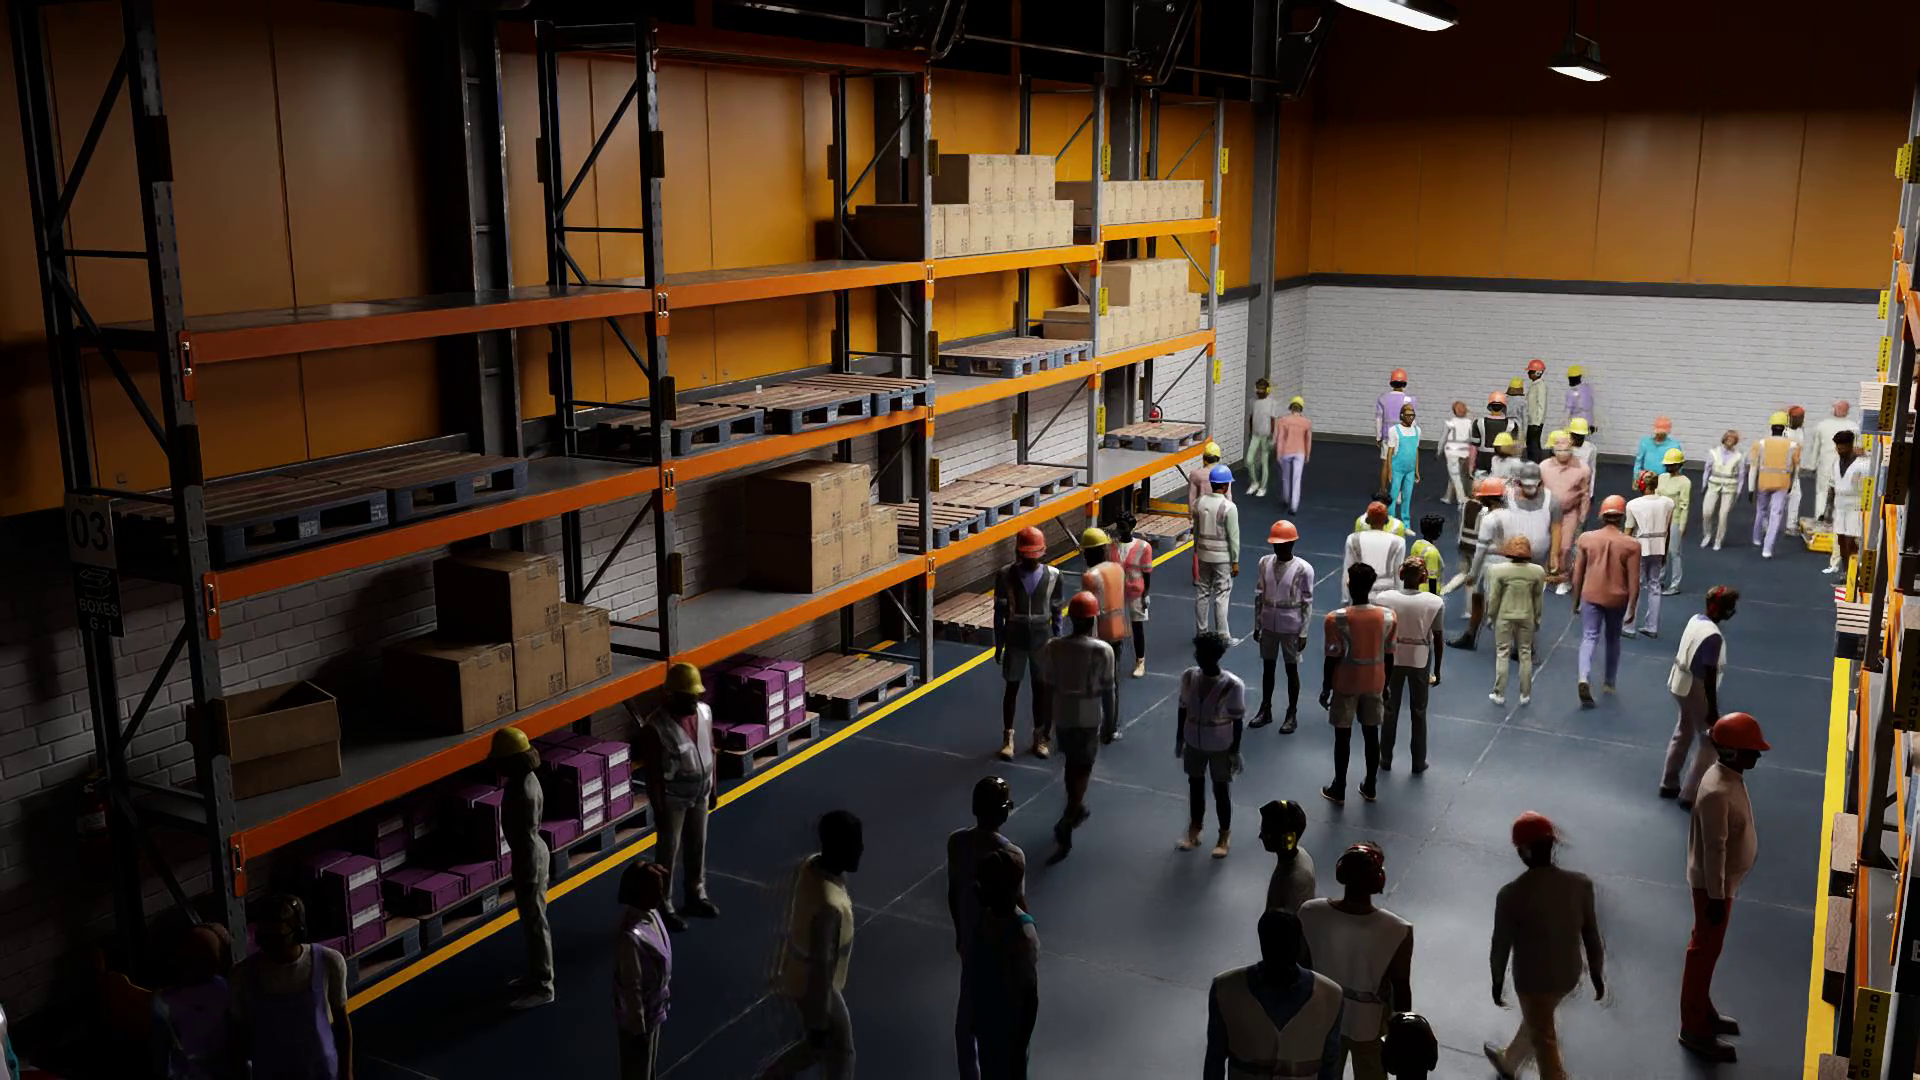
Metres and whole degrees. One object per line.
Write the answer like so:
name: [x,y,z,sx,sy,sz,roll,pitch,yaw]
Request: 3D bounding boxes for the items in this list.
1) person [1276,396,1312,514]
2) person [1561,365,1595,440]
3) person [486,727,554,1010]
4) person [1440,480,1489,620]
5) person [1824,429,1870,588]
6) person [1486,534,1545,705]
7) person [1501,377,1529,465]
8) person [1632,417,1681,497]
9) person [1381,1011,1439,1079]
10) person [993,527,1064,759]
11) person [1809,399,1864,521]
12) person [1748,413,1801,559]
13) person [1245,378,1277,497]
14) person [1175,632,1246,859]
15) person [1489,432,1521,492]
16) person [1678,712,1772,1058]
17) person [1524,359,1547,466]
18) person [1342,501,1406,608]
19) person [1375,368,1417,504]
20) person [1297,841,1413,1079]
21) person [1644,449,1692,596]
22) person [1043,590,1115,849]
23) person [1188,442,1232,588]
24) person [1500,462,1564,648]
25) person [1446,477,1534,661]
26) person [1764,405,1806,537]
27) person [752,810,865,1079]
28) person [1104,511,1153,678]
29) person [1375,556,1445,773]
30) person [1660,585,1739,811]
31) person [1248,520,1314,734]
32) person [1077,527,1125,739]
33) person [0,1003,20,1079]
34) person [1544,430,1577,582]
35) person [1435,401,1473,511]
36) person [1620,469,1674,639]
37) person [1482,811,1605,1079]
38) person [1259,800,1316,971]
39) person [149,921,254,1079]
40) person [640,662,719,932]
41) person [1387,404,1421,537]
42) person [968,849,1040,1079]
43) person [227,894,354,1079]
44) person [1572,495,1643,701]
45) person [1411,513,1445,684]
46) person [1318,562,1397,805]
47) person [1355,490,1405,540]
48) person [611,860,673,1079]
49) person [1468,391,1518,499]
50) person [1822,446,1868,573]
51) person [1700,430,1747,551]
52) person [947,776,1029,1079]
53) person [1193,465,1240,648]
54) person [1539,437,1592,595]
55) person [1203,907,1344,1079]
person: [4.919,-1.254,24.517,0.531,1.684,0.975,1,13,5]
person: [9.925,-1.884,26.857,0.623,1.895,0.646,-9,15,-35]
person: [-2.650,1.957,10.049,0.324,1.729,0.494,-5,14,-22]
person: [5.667,0.117,18.517,0.541,1.618,0.541,-4,13,-19]
person: [10.677,-0.368,19.991,0.527,1.933,0.659,-3,13,-14]
person: [5.225,0.748,15.678,0.504,1.632,0.270,1,13,6]
person: [8.795,-1.715,26.458,0.484,1.745,0.307,10,16,37]
person: [9.479,-0.843,22.632,0.558,1.707,0.828,12,17,43]
person: [1.726,2.704,6.470,0.503,1.839,0.349,-1,13,-4]
person: [0.585,0.878,14.195,0.605,2.034,0.397,-1,13,-3]
person: [12.092,-1.007,22.996,0.644,1.879,0.748,7,14,28]
person: [10.627,-0.730,21.749,0.584,1.863,1.003,6,14,27]
person: [4.621,-1.571,25.570,0.504,1.849,0.465,8,15,33]
person: [1.839,1.498,12.200,0.591,1.695,0.321,10,16,37]
person: [7.008,-0.543,21.285,0.750,1.711,0.512,-5,14,-22]
person: [4.353,1.941,9.523,0.378,1.995,0.612,7,14,28]
person: [9.223,-1.910,26.765,0.382,1.995,0.612,1,13,3]
person: [3.957,0.566,15.974,0.574,1.868,0.557,4,13,17]
person: [6.577,-1.565,25.100,0.614,2.046,0.362,7,14,29]
person: [1.880,2.351,8.019,0.564,1.847,0.396,7,15,30]
person: [8.414,-0.217,19.731,0.340,1.760,0.530,-4,13,-16]
person: [0.856,1.340,12.437,0.555,1.910,0.867,5,14,23]
person: [3.018,-0.303,20.089,0.535,1.766,0.320,5,14,22]
person: [5.989,0.126,17.544,0.695,2.000,0.956,2,13,9]
person: [5.544,0.294,17.152,0.901,1.902,0.536,8,15,32]
person: [11.333,-0.946,22.787,0.591,1.838,0.782,-5,14,-23]
person: [-0.787,2.257,8.365,0.732,1.890,0.620,-3,13,-13]
person: [1.644,0.533,16.522,0.535,1.690,0.320,5,14,21]
person: [3.730,1.043,13.877,0.566,1.846,0.387,4,13,18]
person: [5.798,1.225,13.096,0.426,1.829,0.670,3,13,12]
person: [2.870,0.770,14.895,0.547,1.938,0.359,9,15,35]
person: [1.216,0.830,14.746,0.576,1.893,0.600,12,17,43]
person: [-4.205,2.590,7.012,0.429,1.825,0.635,4,13,16]
person: [7.355,-0.408,20.254,0.592,1.899,0.606,0,13,1]
person: [7.393,-1.259,24.740,0.522,1.600,0.840,-4,13,-19]
person: [7.353,0.164,17.846,0.560,1.836,0.394,-2,13,-11]
person: [3.079,2.267,8.791,0.617,1.670,0.947,-4,13,-17]
person: [1.673,2.218,8.595,0.324,1.860,0.516,3,13,13]
person: [-3.461,2.530,7.762,0.538,1.593,0.836,-3,13,-12]
person: [-1.837,1.688,11.064,0.403,1.822,0.587,10,16,37]
person: [6.081,-0.950,22.802,0.508,1.846,0.345,-5,13,-20]
person: [0.194,2.356,8.004,0.345,1.847,0.504,-6,14,-25]
person: [-3.014,2.458,7.549,0.514,1.841,0.327,-5,13,-20]
person: [6.119,0.562,15.812,0.619,1.966,0.898,7,14,27]
person: [4.579,0.564,16.370,0.319,1.693,0.532,-1,13,-4]
person: [3.144,1.137,13.186,0.608,1.966,0.365,-2,13,-10]
person: [4.429,0.279,17.623,0.557,1.688,0.422,5,13,20]
person: [-1.587,2.384,8.343,0.310,1.639,0.514,0,13,-1]
person: [7.251,-1.009,22.662,0.611,2.030,0.409,3,13,13]
person: [11.036,-0.355,20.618,0.279,1.633,0.501,-9,16,-36]
person: [10.076,-0.655,21.976,0.526,1.618,0.384,8,15,33]
person: [0.165,2.152,8.925,0.506,1.843,0.346,9,16,36]
person: [2.709,0.171,17.552,0.384,1.949,0.605,-10,16,-38]
person: [7.121,-0.289,19.793,0.677,1.886,0.416,8,15,33]
person: [1.353,2.488,7.244,0.593,1.920,0.392,1,13,3]
